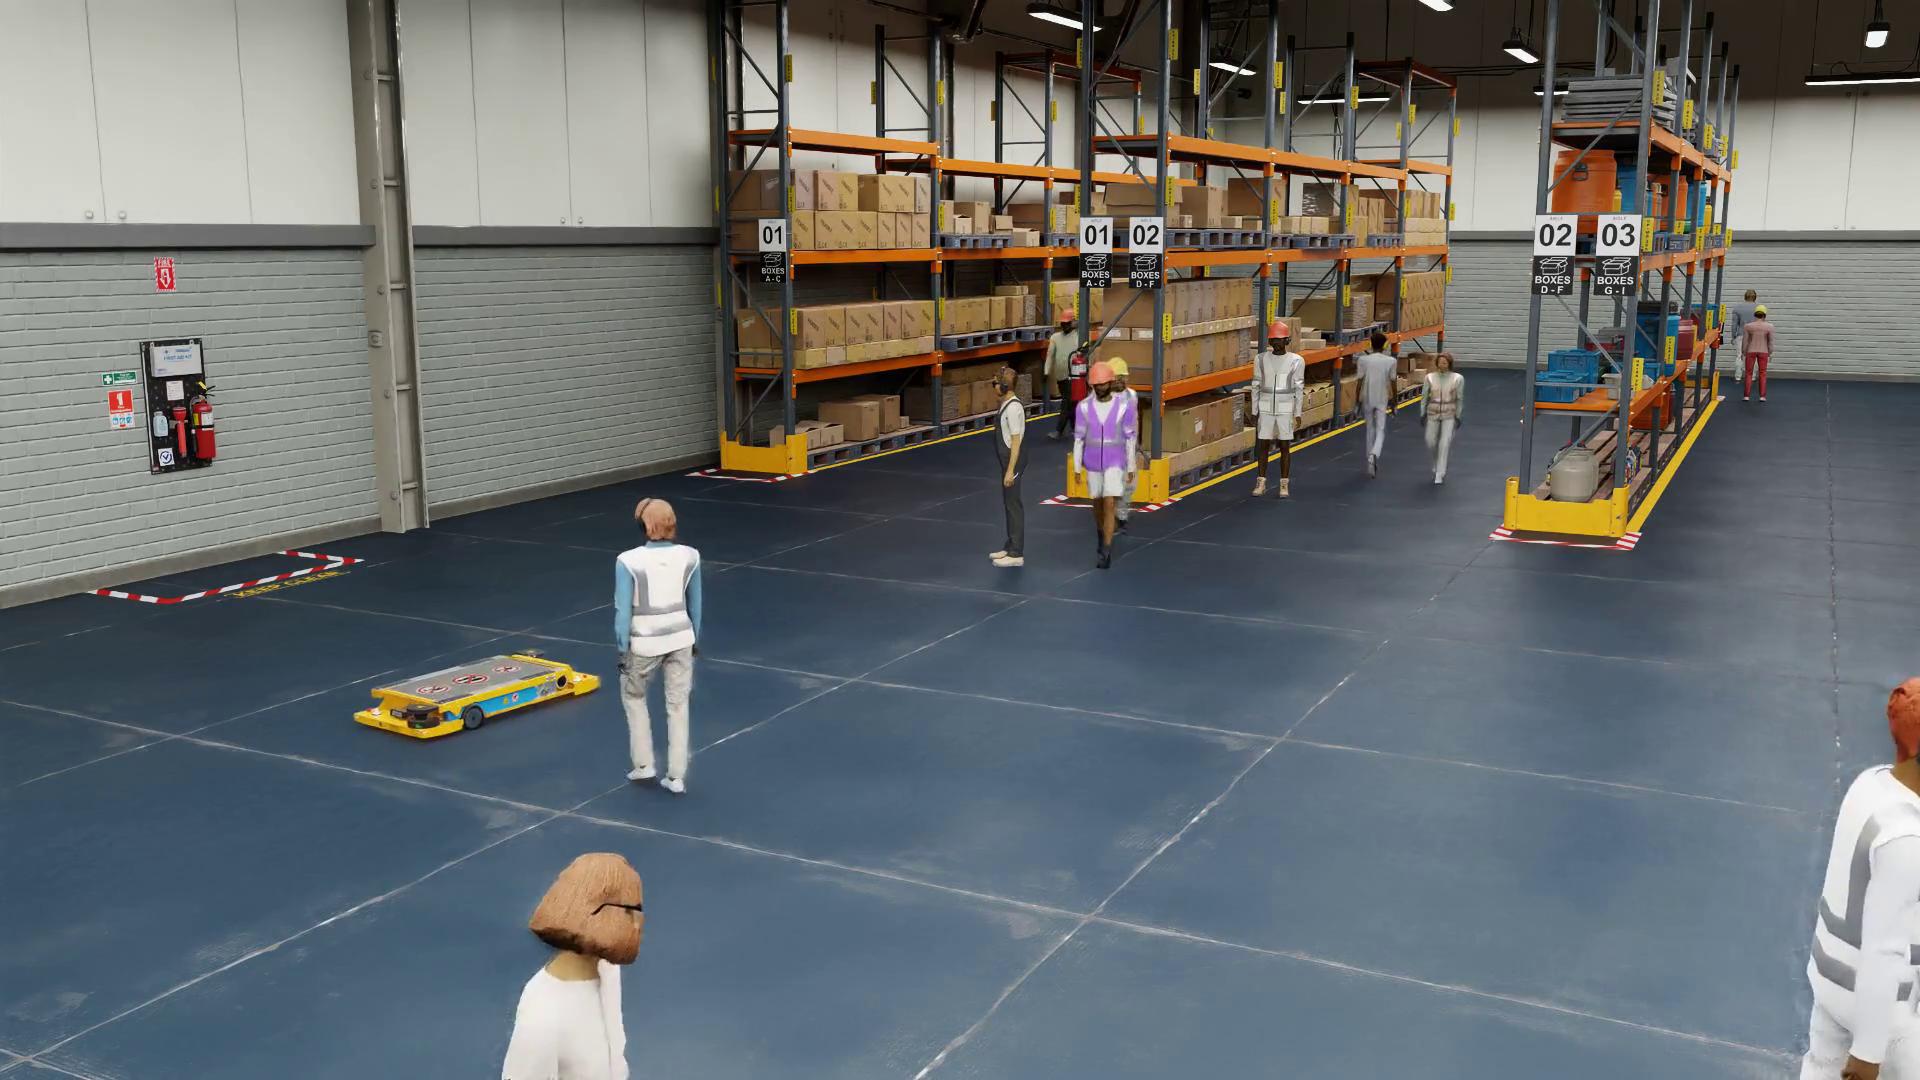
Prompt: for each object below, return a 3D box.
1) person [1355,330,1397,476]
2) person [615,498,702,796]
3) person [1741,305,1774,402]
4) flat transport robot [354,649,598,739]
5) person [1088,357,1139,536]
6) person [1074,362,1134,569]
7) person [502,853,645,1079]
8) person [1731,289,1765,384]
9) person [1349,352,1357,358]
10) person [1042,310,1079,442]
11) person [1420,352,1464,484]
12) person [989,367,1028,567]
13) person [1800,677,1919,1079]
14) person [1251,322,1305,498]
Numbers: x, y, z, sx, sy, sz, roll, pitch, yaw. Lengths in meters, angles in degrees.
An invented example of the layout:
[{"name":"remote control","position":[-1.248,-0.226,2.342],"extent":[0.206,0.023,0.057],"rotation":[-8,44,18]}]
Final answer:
[{"name":"person","position":[5.263,-1.728,21.073],"extent":[0.514,1.847,0.788],"rotation":[4,11,21]},{"name":"person","position":[-1.663,0.571,9.107],"extent":[0.538,1.615,0.558],"rotation":[-7,12,-32]},{"name":"person","position":[14.590,-3.413,30.450],"extent":[0.531,1.767,0.328],"rotation":[4,11,22]},{"name":"flat transport robot","position":[-3.074,0.965,10.653],"extent":[0.652,0.197,1.431],"rotation":[7,13,33]},{"name":"person","position":[1.568,-0.931,16.773],"extent":[0.608,1.812,0.472],"rotation":[-4,11,-21]},{"name":"person","position":[1.346,-0.732,15.526],"extent":[0.546,1.892,1.003],"rotation":[2,11,13]},{"name":"person","position":[-1.005,1.527,3.943],"extent":[0.535,1.602,0.567],"rotation":[2,11,10]},{"name":"person","position":[16.075,-4.140,33.952],"extent":[0.628,1.936,0.377],"rotation":[5,11,24]},{"name":"person","position":[7.560,-3.893,32.789],"extent":[0.612,1.872,0.914],"rotation":[4,11,22]},{"name":"person","position":[1.577,-2.445,24.718],"extent":[0.603,1.939,1.048],"rotation":[7,13,35]},{"name":"person","position":[5.953,-1.520,20.538],"extent":[0.518,1.620,0.564],"rotation":[5,12,26]},{"name":"person","position":[0.450,-0.672,15.301],"extent":[0.348,1.842,0.505],"rotation":[0,10,-1]},{"name":"person","position":[2.663,1.289,4.589],"extent":[0.905,1.846,0.589],"rotation":[3,11,17]},{"name":"person","position":[3.666,-1.502,19.272],"extent":[0.605,2.045,0.377],"rotation":[4,11,19]}]
